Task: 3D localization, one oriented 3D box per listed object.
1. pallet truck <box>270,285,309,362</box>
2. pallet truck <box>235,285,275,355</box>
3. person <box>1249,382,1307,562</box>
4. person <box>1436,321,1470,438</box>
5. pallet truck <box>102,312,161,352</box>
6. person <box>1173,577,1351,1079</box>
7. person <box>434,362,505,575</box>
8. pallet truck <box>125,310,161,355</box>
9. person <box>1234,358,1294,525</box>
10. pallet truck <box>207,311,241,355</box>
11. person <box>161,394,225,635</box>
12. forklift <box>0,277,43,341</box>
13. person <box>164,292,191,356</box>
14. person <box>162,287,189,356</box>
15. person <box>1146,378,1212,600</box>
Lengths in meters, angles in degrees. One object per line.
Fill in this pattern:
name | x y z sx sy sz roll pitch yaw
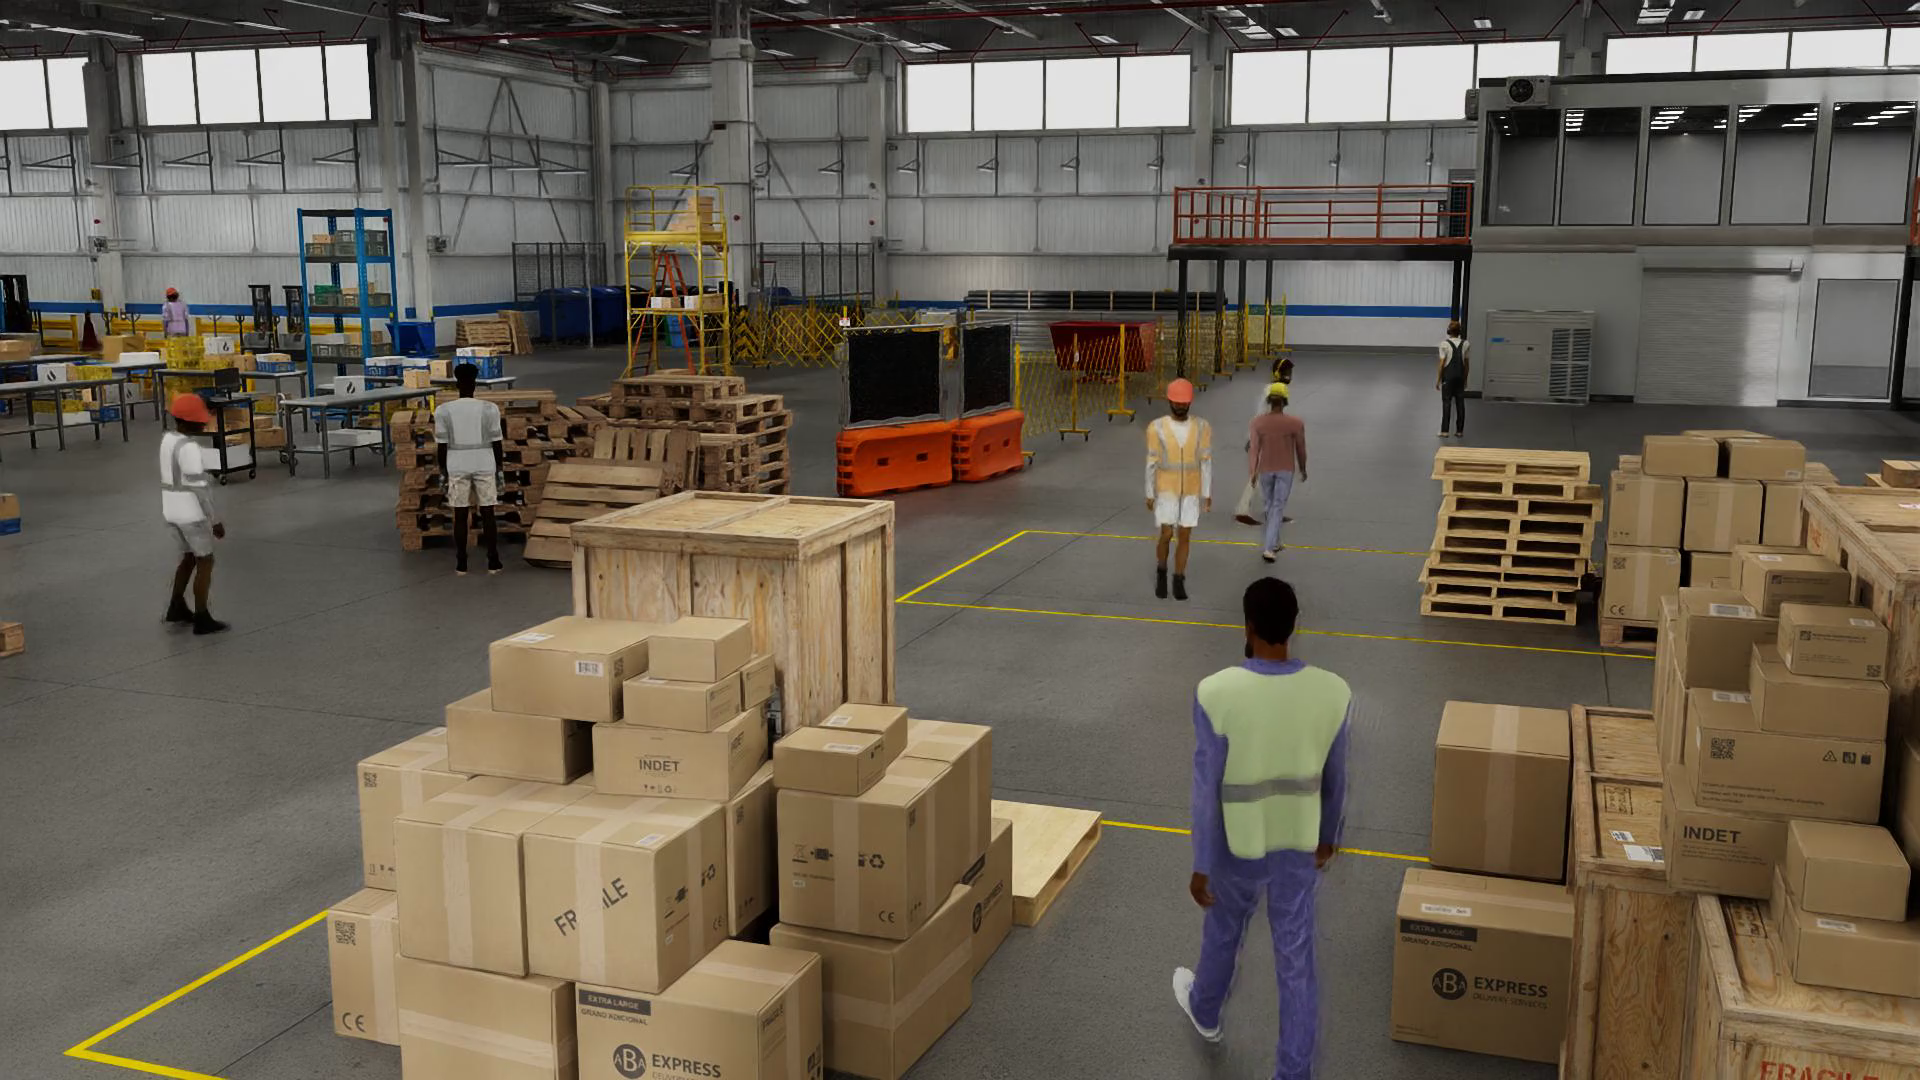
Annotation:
pallet truck | -17.147 -5.700 43.663 0.823 1.965 1.885 3 11 17
pallet truck | -18.327 -5.835 44.421 0.823 1.965 1.885 4 11 23
person | 3.060 -0.667 16.116 0.518 1.723 0.925 5 11 28
person | 7.776 -2.533 26.253 0.505 1.847 0.348 -1 10 -4
pallet truck | -23.057 -5.777 46.261 0.680 1.201 1.601 3 11 19
person | 1.079 1.051 5.994 0.622 1.863 0.990 -2 10 -10
person | -4.498 -0.650 15.311 0.603 1.966 0.368 -2 10 -12
pallet truck | -22.038 -5.665 45.457 0.704 1.261 1.522 3 11 17
person | 3.337 -1.047 17.939 0.763 1.824 0.534 2 10 9
pallet truck | -19.537 -5.575 44.913 0.653 1.274 1.630 3 11 19
person | -6.040 -0.204 13.027 0.366 1.899 0.647 -9 14 -42
forklift | -27.151 -6.329 46.328 1.157 1.987 2.680 3 11 17
person | -19.699 -5.262 41.585 1.002 1.862 0.663 -3 10 -15
person | -18.513 -4.935 39.265 0.402 2.037 0.605 8 13 39
person | 1.872 -0.426 14.202 0.547 1.917 0.437 -1 10 -4
